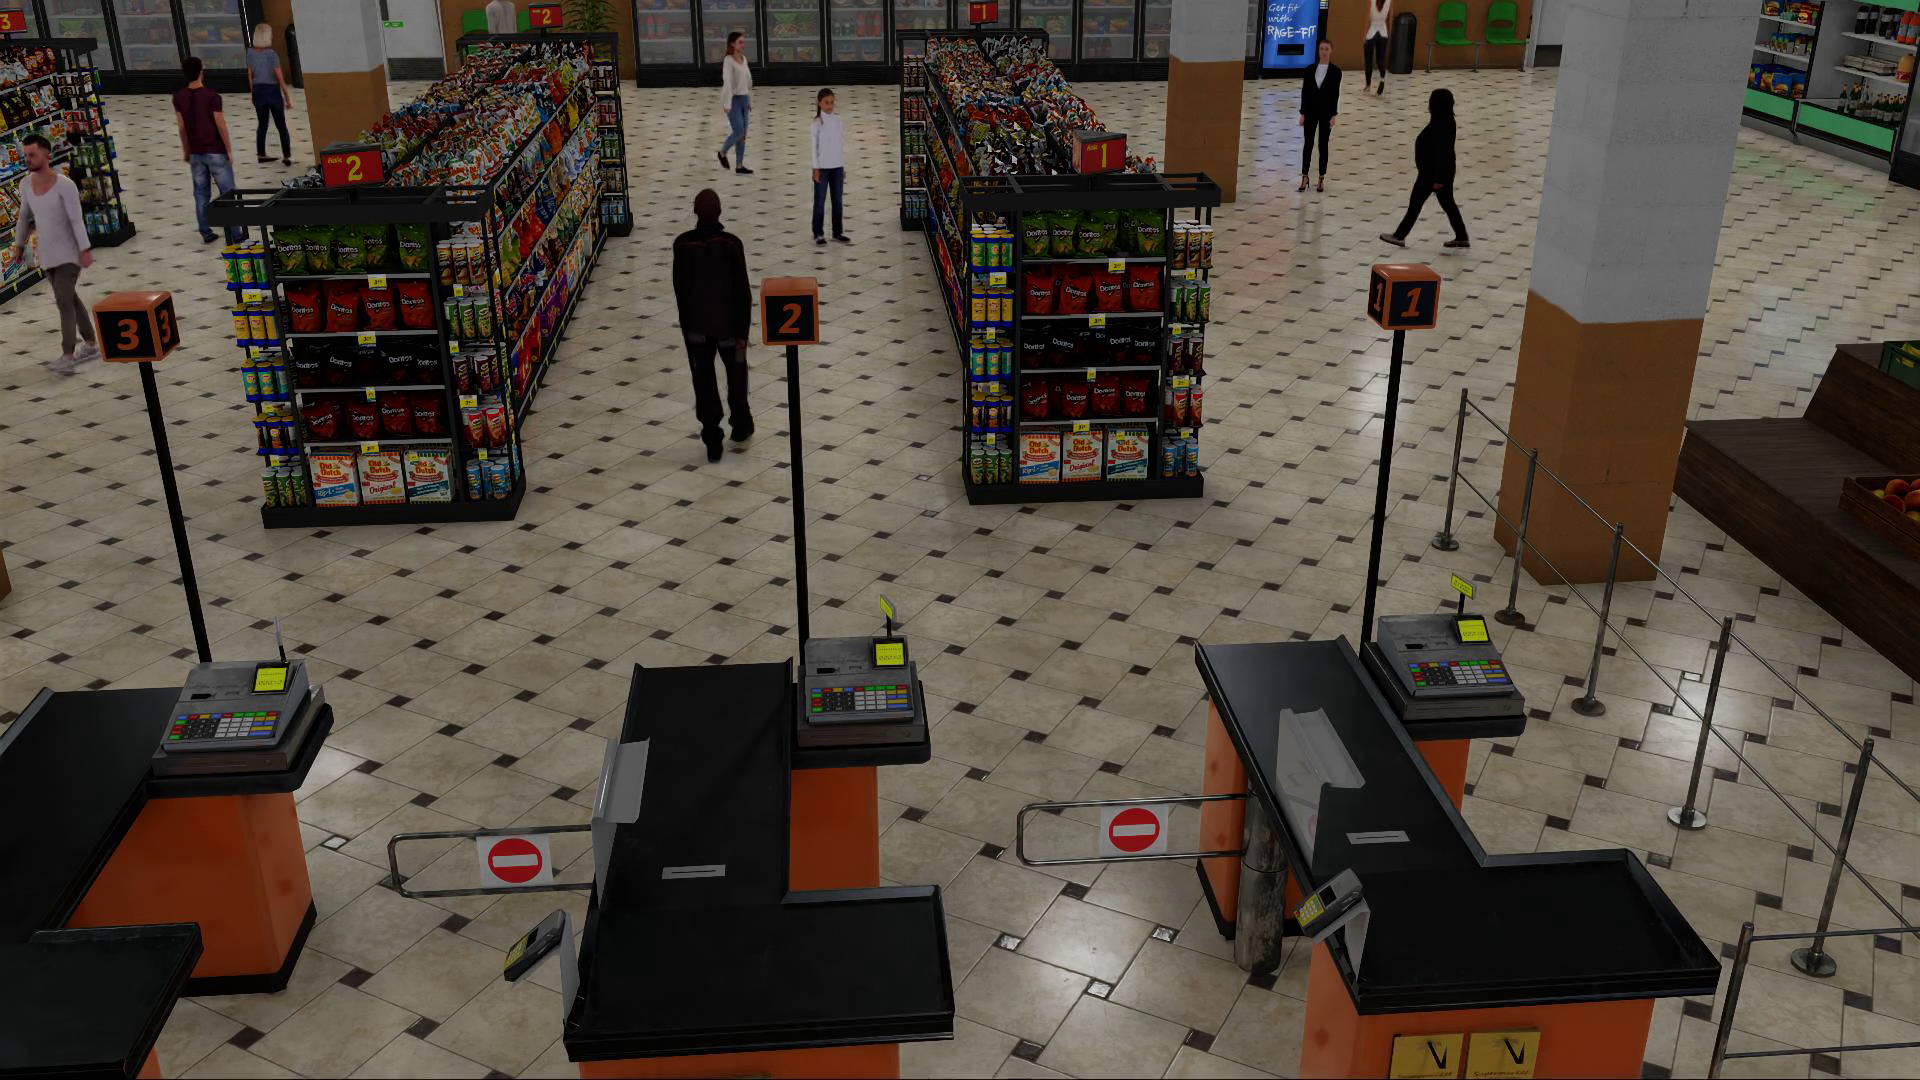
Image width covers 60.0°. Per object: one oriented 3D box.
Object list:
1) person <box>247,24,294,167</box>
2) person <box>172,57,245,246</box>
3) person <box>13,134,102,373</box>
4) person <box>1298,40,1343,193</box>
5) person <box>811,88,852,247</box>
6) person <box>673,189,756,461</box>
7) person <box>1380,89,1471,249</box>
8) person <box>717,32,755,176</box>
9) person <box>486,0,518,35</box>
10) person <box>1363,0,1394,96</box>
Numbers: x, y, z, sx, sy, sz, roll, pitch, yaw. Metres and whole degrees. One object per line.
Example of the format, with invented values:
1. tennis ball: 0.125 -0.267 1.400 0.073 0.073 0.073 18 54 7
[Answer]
1. person: -8.513 -5.466 20.524 0.751 1.694 0.673 1 24 3
2. person: -7.620 -3.922 16.808 0.654 1.846 0.556 0 24 1
3. person: -7.034 -2.270 13.069 0.915 1.817 1.053 9 25 19
4. person: 4.143 -4.892 19.196 0.694 1.707 0.700 9 25 20
5. person: -1.338 -3.783 16.848 0.609 1.558 0.643 -15 28 -30
6. person: -1.665 -1.409 11.109 0.754 1.809 0.901 0 24 0
7. person: 4.798 -3.614 16.445 1.101 1.571 1.163 11 26 24
8. person: -2.755 -5.231 20.006 0.844 1.680 0.789 12 26 25
9. person: -6.589 -7.126 24.057 0.803 1.904 0.741 18 30 36
10. person: 6.463 -7.760 25.688 0.604 1.757 1.017 -1 24 -3
